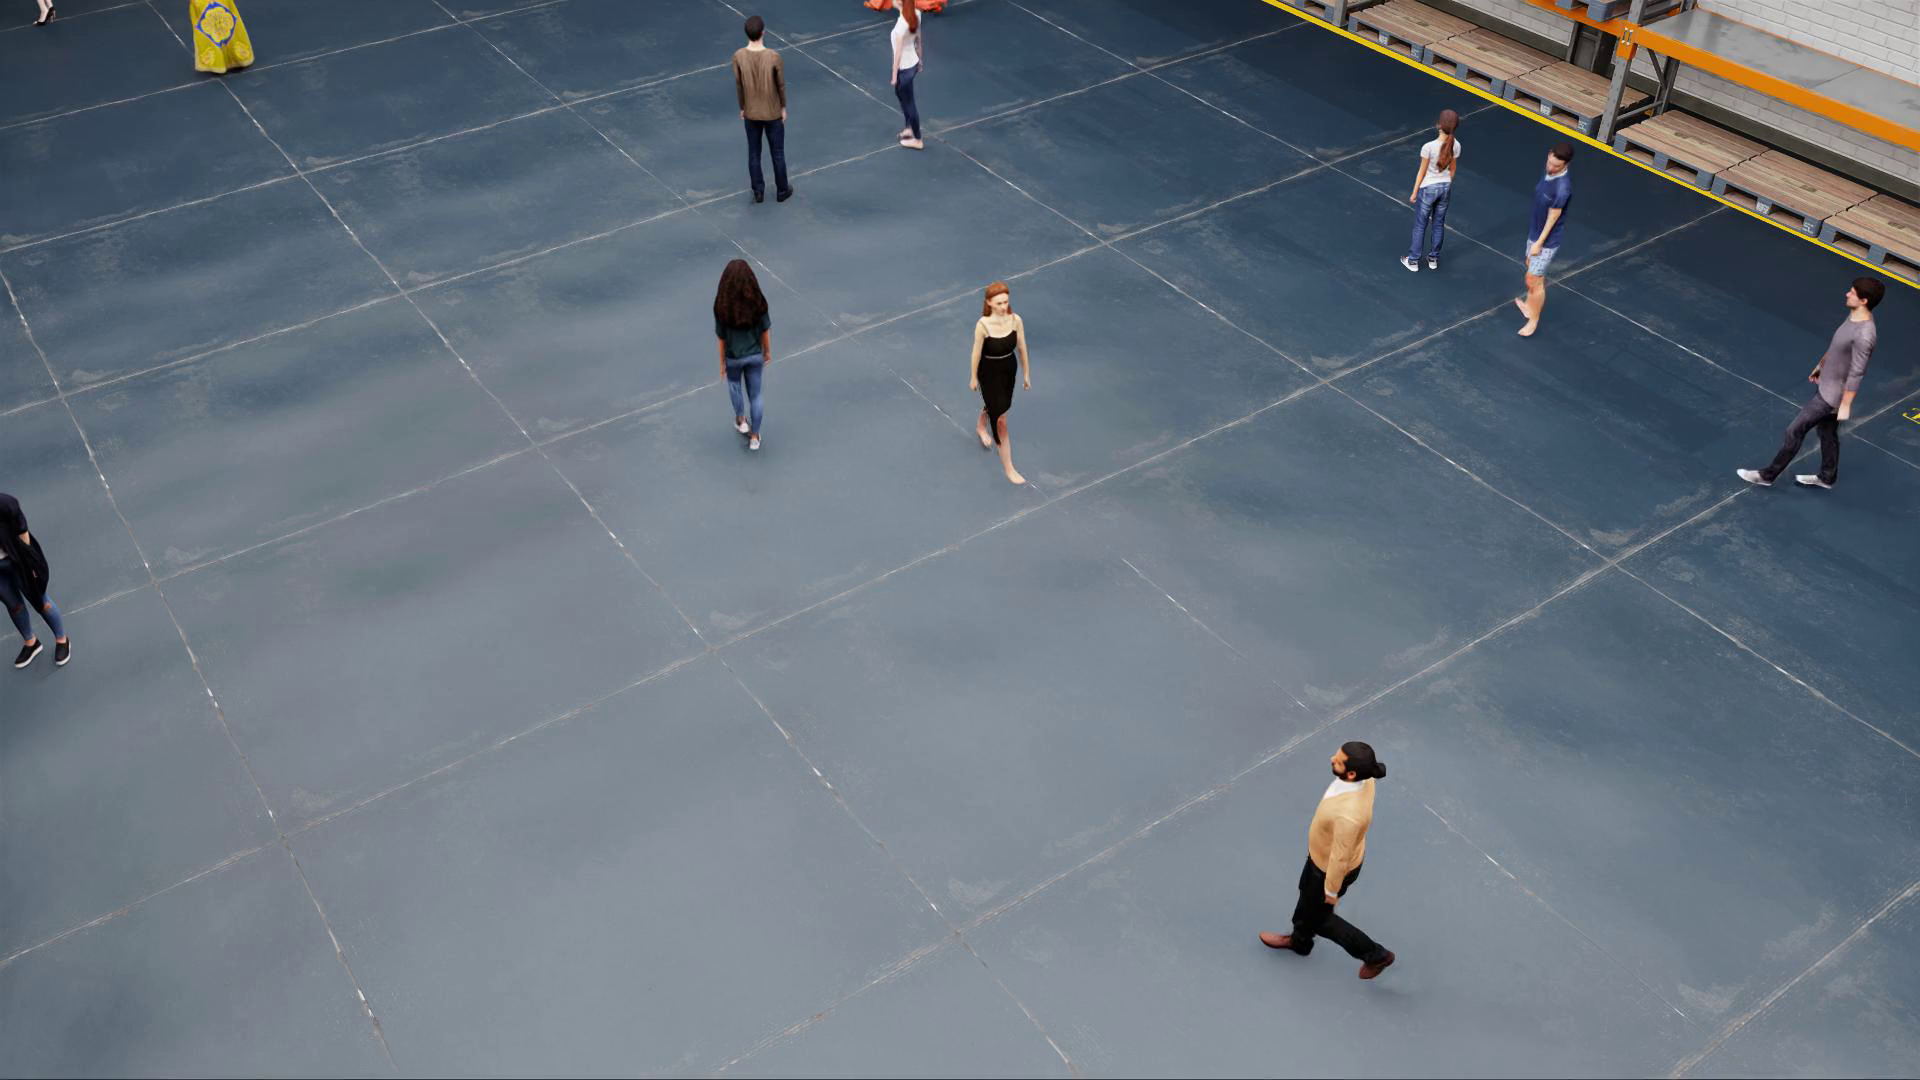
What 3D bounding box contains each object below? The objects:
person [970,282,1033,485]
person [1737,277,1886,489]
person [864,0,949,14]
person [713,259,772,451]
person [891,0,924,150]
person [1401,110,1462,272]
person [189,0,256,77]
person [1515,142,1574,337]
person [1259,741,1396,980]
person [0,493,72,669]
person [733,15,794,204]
[{"bbox_3d":[0.263,-1.304,12.970,0.683,1.572,1.109,-17,42,-20],"label":"person"},{"bbox_3d":[6.685,-1.115,12.533,1.113,1.823,1.004,14,41,16],"label":"person"},{"bbox_3d":[-0.506,-7.243,20.271,1.150,1.741,1.292,-3,39,-4],"label":"person"},{"bbox_3d":[-1.692,-1.414,13.085,0.712,1.600,0.768,-8,39,-10],"label":"person"},{"bbox_3d":[-0.464,-4.896,17.346,0.762,1.724,0.720,15,41,18],"label":"person"},{"bbox_3d":[4.394,-3.248,15.412,0.613,1.562,0.629,-6,39,-8],"label":"person"},{"bbox_3d":[-8.539,-6.144,18.959,0.875,1.661,0.783,-31,48,-33],"label":"person"},{"bbox_3d":[5.117,-2.699,14.527,0.898,1.810,0.794,11,40,14],"label":"person"},{"bbox_3d":[2.094,1.752,9.011,1.099,1.738,0.990,12,40,14],"label":"person"},{"bbox_3d":[-6.339,0.135,11.078,0.720,1.685,0.738,-1,39,-2],"label":"person"},{"bbox_3d":[-1.946,-4.226,16.376,0.746,1.888,0.791,3,39,4],"label":"person"}]
